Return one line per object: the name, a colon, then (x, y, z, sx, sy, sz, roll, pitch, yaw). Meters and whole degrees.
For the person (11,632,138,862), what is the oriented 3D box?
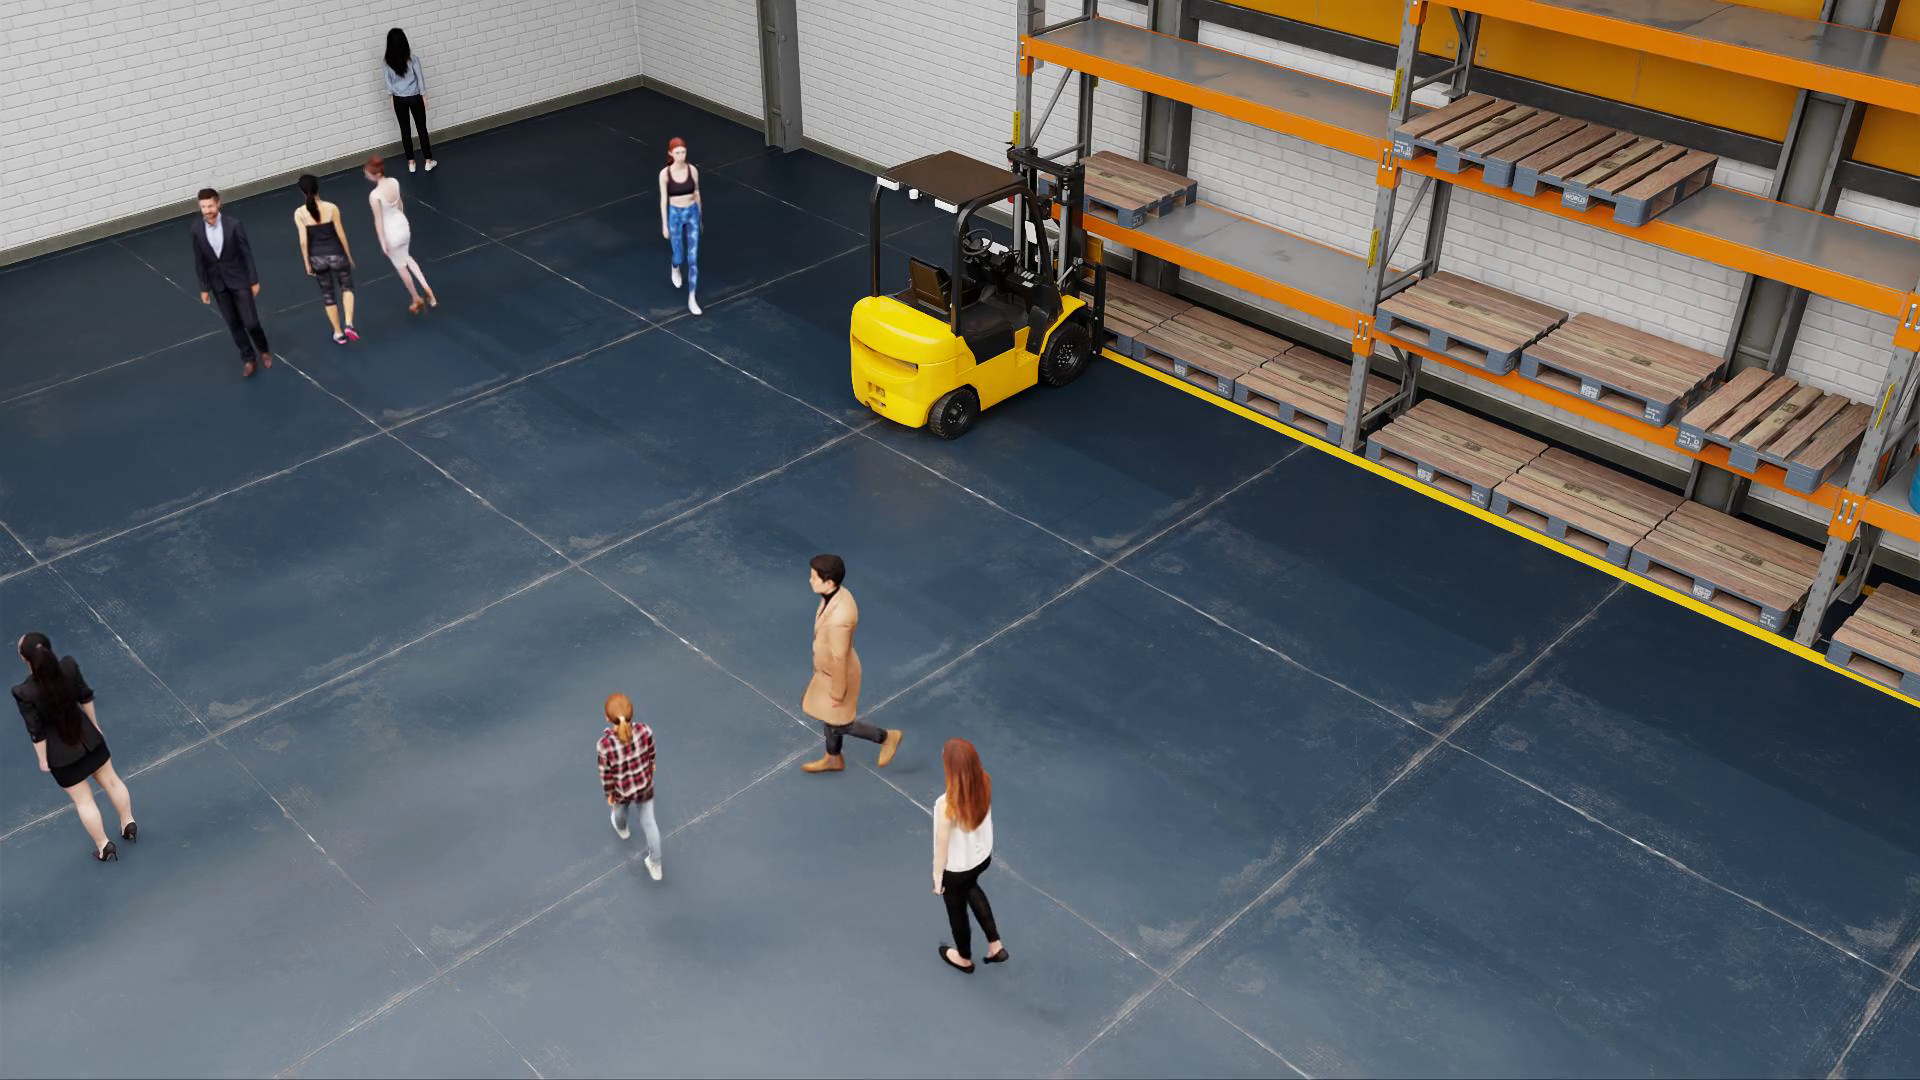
person: (-5.358, 1.248, 10.067, 0.614, 1.696, 0.646, 17, 37, 23)

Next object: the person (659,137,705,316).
person: (-2.792, -3.173, 16.650, 0.769, 1.772, 1.008, -15, 36, -21)

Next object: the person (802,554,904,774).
person: (-0.705, 0.833, 10.681, 0.969, 1.709, 0.970, -7, 34, -11)

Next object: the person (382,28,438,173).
person: (-6.585, -5.251, 19.835, 0.698, 1.709, 0.733, -5, 34, -7)

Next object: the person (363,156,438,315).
person: (-5.491, -2.926, 16.294, 0.755, 1.756, 0.711, 23, 40, 31)

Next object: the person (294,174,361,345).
person: (-6.018, -2.644, 15.903, 0.751, 1.719, 0.838, -15, 36, -21)

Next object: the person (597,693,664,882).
person: (-1.961, 1.505, 10.065, 0.715, 1.271, 0.974, -16, 37, -23)

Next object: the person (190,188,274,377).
person: (-6.767, -2.424, 15.447, 0.789, 1.857, 0.838, -4, 34, -5)

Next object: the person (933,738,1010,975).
person: (0.093, 1.804, 9.217, 0.679, 1.712, 0.601, 27, 42, 35)
